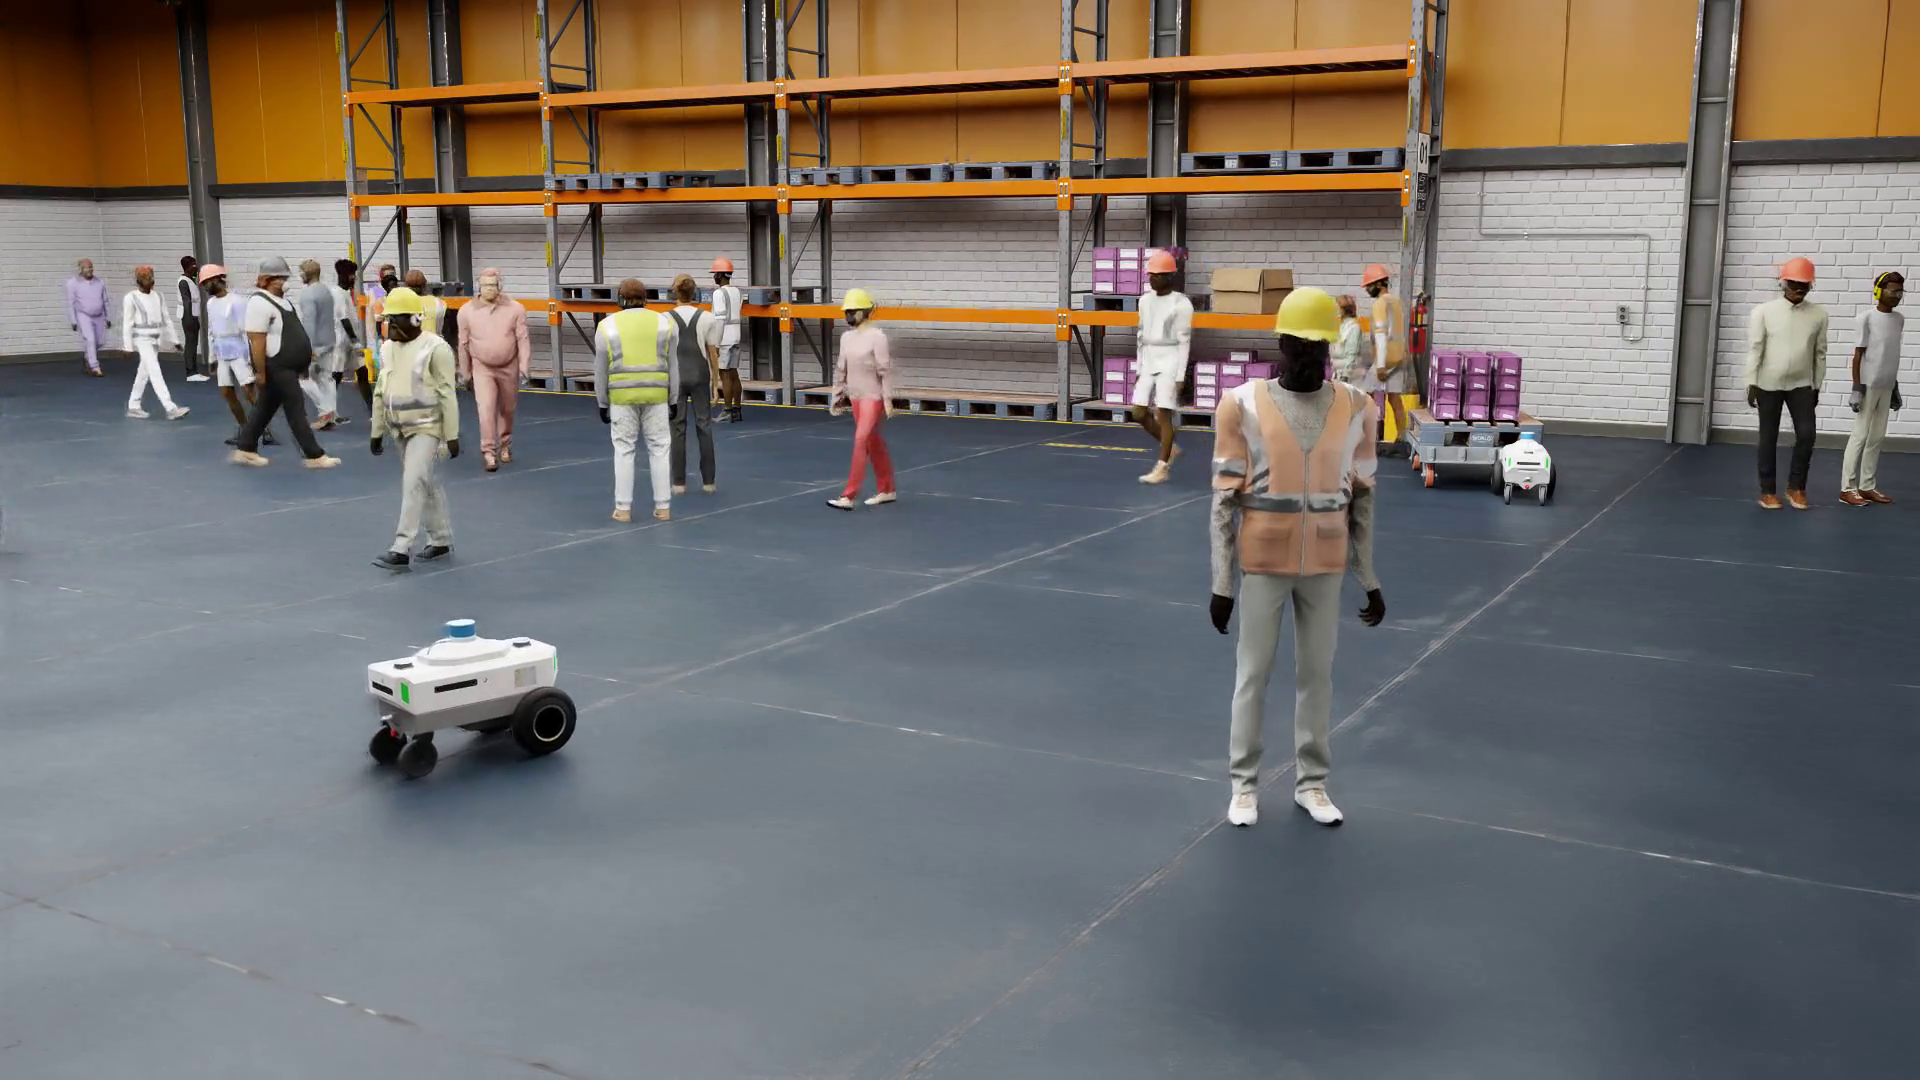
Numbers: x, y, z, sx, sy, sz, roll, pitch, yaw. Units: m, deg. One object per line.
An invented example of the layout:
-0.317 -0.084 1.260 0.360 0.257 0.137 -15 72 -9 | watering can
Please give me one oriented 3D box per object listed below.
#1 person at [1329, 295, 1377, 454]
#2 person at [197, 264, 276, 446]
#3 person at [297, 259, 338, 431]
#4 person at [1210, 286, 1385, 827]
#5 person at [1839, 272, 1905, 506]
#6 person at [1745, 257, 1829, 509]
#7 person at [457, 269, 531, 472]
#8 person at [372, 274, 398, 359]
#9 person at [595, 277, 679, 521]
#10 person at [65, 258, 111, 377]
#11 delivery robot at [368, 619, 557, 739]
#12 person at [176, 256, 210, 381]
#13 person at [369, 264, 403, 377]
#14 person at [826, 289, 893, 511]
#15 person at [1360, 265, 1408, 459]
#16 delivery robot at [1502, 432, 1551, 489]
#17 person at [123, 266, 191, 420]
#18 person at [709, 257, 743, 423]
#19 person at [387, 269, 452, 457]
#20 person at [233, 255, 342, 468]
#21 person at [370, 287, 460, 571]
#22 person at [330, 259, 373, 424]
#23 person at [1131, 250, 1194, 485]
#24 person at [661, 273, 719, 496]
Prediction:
3.729 -1.582 16.212 0.864 1.590 0.529 -3 10 -16 | person
-7.521 -1.911 17.261 0.728 1.883 0.428 5 11 24 | person
-7.209 -2.169 18.600 0.442 1.925 0.657 0 10 1 | person
1.198 0.072 5.923 0.636 1.927 0.381 -1 10 -4 | person
7.347 -1.206 13.325 0.532 1.864 0.310 -4 11 -23 | person
6.476 -1.212 13.030 0.632 1.973 0.539 2 10 10 | person
-4.374 -1.613 15.640 0.640 1.866 0.952 -4 11 -21 | person
-7.514 -2.662 22.043 0.315 1.695 0.541 6 12 30 | person
-2.430 -1.050 12.540 0.625 1.837 0.429 -3 11 -18 | person
-13.902 -3.549 26.536 0.740 1.884 0.650 7 12 33 | person
-2.004 0.566 6.730 0.707 0.478 0.477 -9 14 -43 | delivery robot
-11.869 -3.411 25.657 0.392 1.920 0.593 -3 11 -17 | person
-8.038 -2.988 23.574 0.910 1.800 0.594 9 13 41 | person
-0.822 -1.096 13.081 0.853 1.726 0.551 -9 13 -40 | person
4.088 -1.747 16.328 0.854 1.877 0.568 8 13 38 | person
4.608 -0.636 13.538 0.477 0.478 0.707 3 10 15 | delivery robot
-9.689 -2.352 19.925 1.005 1.832 0.595 2 10 13 | person
-2.764 -2.338 19.525 0.356 1.937 0.552 3 11 19 | person
-5.287 -1.717 16.282 0.621 1.845 0.429 -6 12 -32 | person
-6.385 -1.685 15.533 1.021 2.000 0.692 -1 10 -6 | person
-3.584 -0.702 10.647 0.617 1.796 0.839 6 12 32 | person
-7.033 -2.295 19.350 0.902 1.918 0.597 -1 10 -7 | person
1.752 -1.484 14.429 0.483 2.031 0.639 -7 12 -36 | person
-2.257 -1.287 13.835 0.511 1.845 0.328 -3 10 -14 | person
